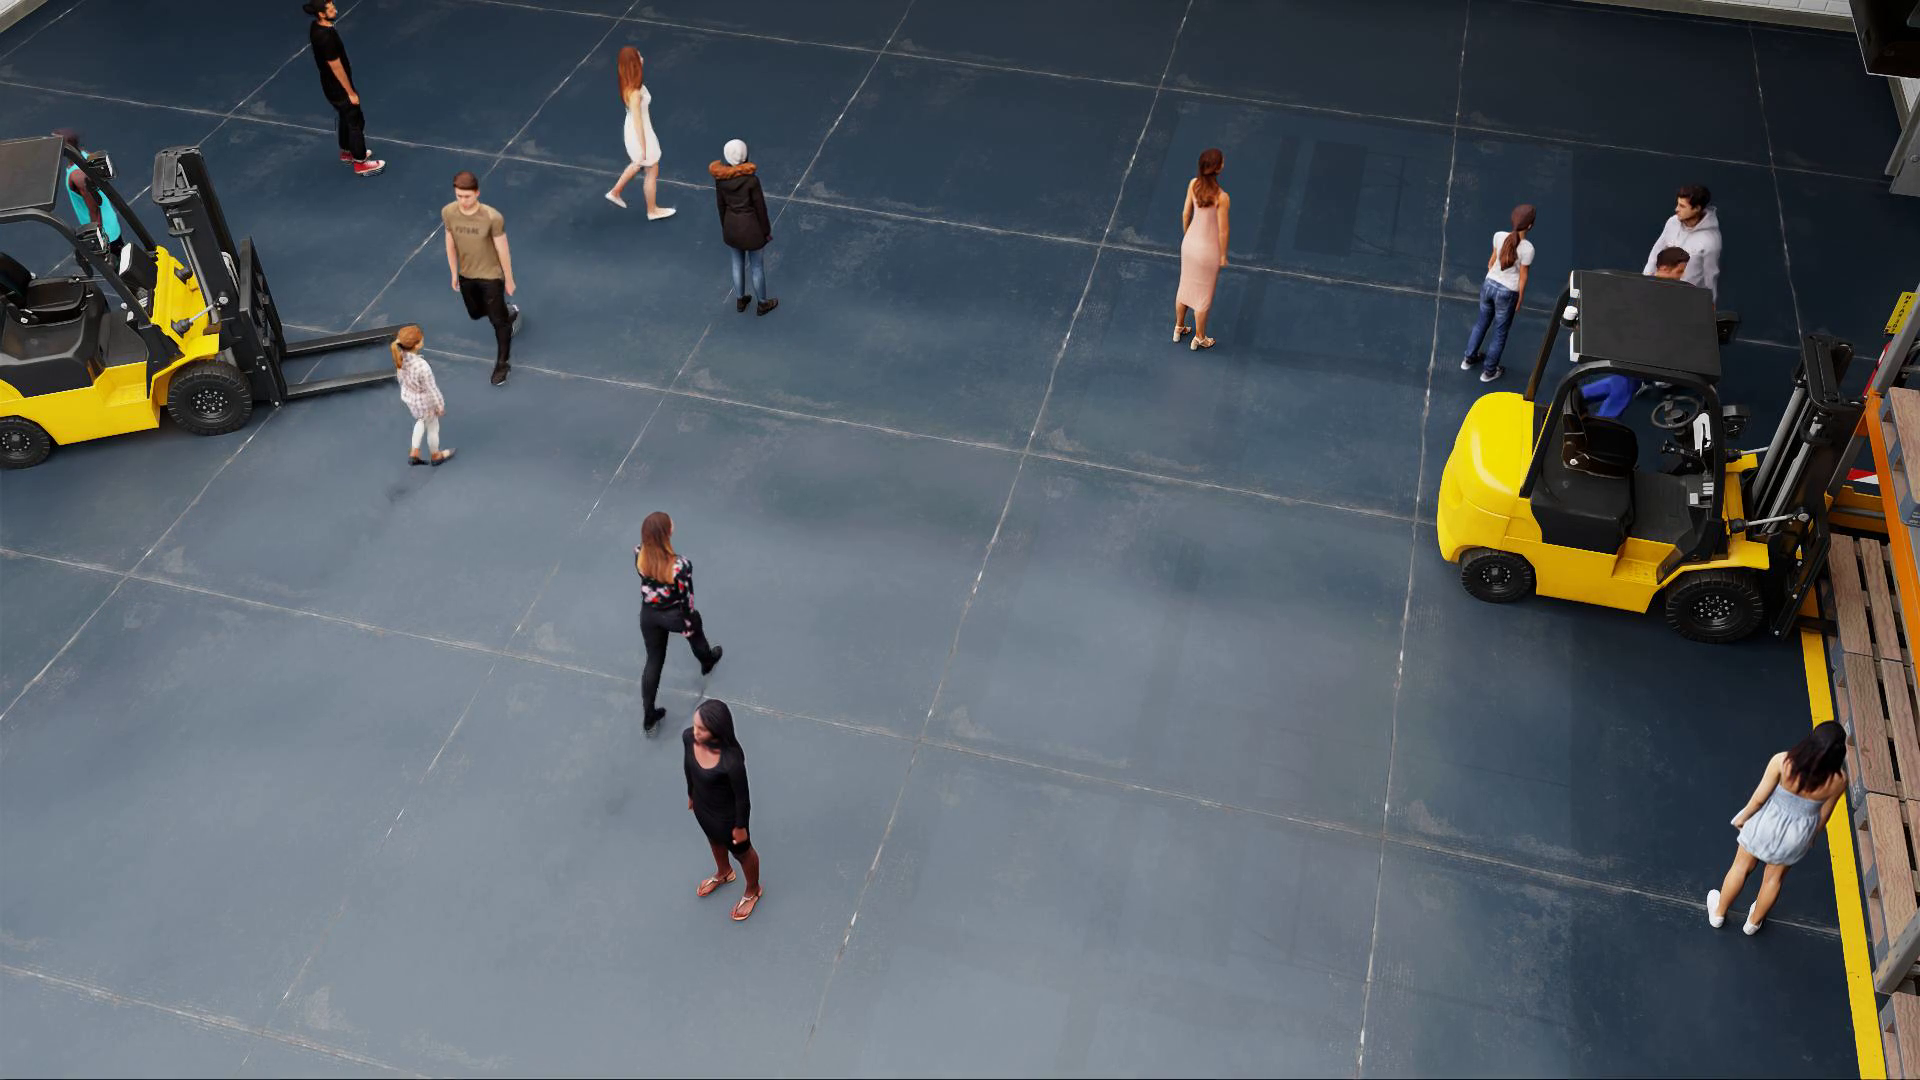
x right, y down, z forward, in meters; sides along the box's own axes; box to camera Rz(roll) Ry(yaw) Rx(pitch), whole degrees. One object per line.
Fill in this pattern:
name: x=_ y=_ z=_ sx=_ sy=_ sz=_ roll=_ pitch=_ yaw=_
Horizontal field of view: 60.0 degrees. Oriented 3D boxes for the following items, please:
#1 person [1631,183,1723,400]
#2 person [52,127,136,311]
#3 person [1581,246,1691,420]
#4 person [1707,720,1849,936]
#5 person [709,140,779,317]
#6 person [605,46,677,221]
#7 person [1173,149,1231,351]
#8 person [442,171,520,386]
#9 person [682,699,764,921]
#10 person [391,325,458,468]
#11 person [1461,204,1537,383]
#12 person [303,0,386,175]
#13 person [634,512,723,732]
person: x=5.719 y=-1.929 z=12.958 sx=1.061 sy=1.869 sz=1.037 roll=-21 pitch=47 yaw=-20
person: x=-7.046 y=-2.580 z=13.683 sx=0.757 sy=1.811 sz=0.647 roll=-13 pitch=45 yaw=-13
person: x=4.989 y=-1.458 z=12.490 sx=1.061 sy=1.833 sz=1.106 roll=-21 pitch=48 yaw=-21
person: x=4.599 y=1.614 z=9.340 sx=0.606 sy=1.729 sz=0.550 roll=15 pitch=46 yaw=15
person: x=-1.793 y=-2.601 z=13.834 sx=0.656 sy=1.633 sz=0.635 roll=15 pitch=46 yaw=16
person: x=-2.947 y=-3.592 z=14.827 sx=0.896 sy=1.699 sz=0.881 roll=-14 pitch=45 yaw=-14
person: x=1.948 y=-2.342 z=13.418 sx=0.676 sy=1.832 sz=0.666 roll=-33 pitch=52 yaw=-30
person: x=-3.761 y=-2.161 z=13.220 sx=0.684 sy=1.843 sz=0.958 roll=7 pitch=44 yaw=7
person: x=-1.356 y=1.516 z=9.449 sx=0.679 sy=1.721 sz=0.648 roll=29 pitch=51 yaw=27
person: x=-4.077 y=-1.019 z=12.417 sx=0.655 sy=1.297 sz=0.728 roll=26 pitch=49 yaw=25
person: x=4.311 y=-1.986 z=13.241 sx=0.658 sy=1.561 sz=0.614 roll=-29 pitch=51 yaw=-27
person: x=-5.788 y=-4.216 z=15.446 sx=0.812 sy=1.748 sz=0.736 roll=-22 pitch=48 yaw=-21
person: x=-1.900 y=0.517 z=10.553 sx=0.615 sy=1.645 sz=1.080 roll=14 pitch=45 yaw=14
